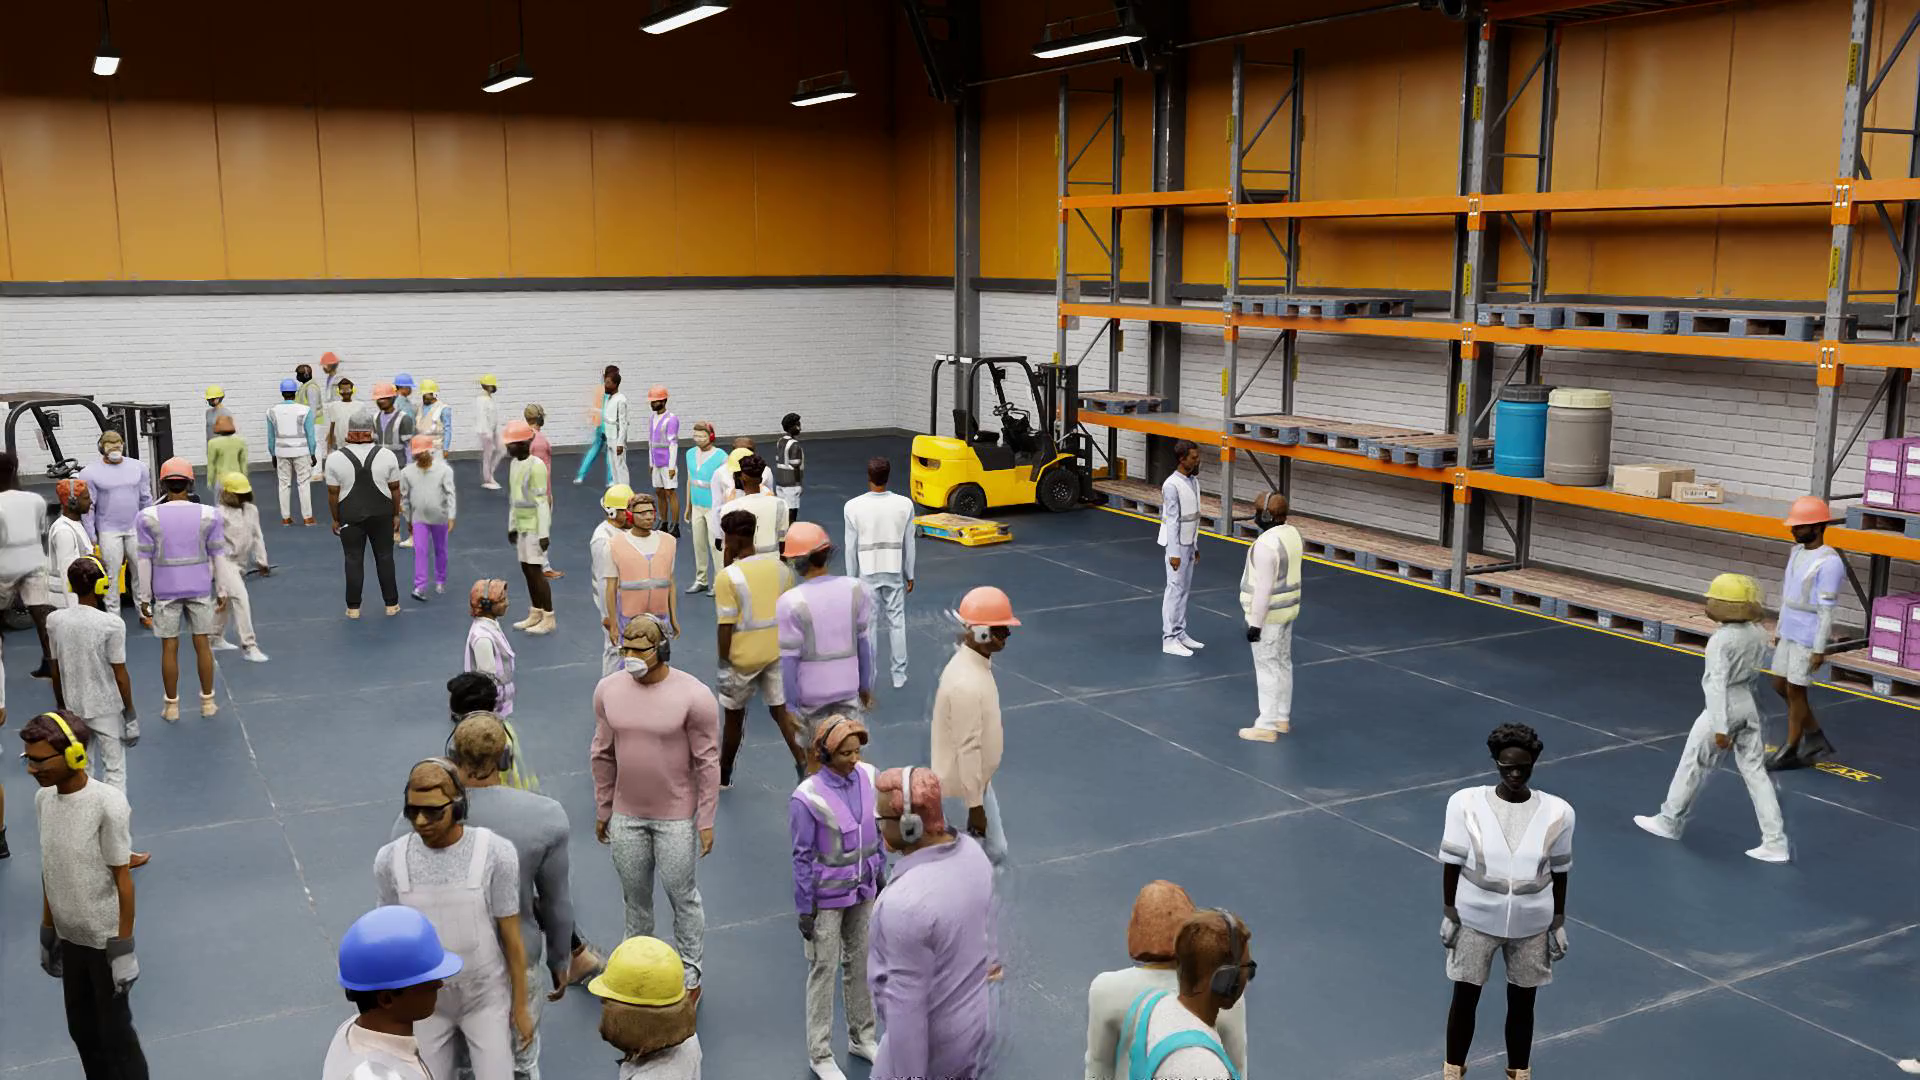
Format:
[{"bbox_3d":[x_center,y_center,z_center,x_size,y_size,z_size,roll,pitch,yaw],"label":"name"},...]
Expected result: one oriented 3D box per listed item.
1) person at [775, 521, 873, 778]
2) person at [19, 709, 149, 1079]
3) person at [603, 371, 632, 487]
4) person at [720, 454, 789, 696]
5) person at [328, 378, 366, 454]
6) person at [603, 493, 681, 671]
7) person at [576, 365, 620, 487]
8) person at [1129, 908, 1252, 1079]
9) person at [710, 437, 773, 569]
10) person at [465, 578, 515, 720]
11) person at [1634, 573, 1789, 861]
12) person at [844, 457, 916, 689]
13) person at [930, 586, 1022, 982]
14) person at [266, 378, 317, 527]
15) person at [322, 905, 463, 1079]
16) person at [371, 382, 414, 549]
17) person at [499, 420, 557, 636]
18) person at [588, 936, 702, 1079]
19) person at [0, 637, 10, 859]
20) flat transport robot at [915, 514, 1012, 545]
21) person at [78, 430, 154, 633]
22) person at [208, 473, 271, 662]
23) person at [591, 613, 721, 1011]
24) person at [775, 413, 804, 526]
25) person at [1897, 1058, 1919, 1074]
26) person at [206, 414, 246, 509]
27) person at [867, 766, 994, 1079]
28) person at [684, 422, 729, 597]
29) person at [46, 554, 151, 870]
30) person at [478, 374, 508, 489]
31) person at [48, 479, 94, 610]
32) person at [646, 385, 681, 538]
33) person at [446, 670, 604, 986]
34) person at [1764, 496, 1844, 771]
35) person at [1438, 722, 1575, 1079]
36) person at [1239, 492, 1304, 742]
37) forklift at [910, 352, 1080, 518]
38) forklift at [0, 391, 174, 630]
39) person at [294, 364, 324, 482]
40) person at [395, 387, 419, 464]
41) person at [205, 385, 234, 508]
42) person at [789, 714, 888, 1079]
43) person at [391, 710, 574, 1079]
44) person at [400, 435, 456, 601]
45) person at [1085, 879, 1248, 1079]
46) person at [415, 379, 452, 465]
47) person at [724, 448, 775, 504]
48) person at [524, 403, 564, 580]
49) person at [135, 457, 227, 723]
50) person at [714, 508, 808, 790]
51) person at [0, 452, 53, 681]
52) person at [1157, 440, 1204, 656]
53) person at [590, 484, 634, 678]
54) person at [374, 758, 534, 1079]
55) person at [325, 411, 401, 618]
[{"bbox_3d":[-0.755,0.894,9.794,0.644,2.018,0.700,-6,11,-30],"label":"person"},{"bbox_3d":[-3.384,1.557,6.443,0.533,1.855,0.346,5,11,27],"label":"person"},{"bbox_3d":[-4.795,-1.393,23.228,0.390,1.922,0.591,-6,11,-30],"label":"person"},{"bbox_3d":[-1.660,0.279,13.469,0.612,1.963,0.361,-7,12,-34],"label":"person"},{"bbox_3d":[-8.331,-1.273,22.683,0.513,1.872,0.328,-4,11,-23],"label":"person"},{"bbox_3d":[-2.314,0.571,12.123,0.566,1.850,0.389,-8,13,-38],"label":"person"},{"bbox_3d":[-5.496,-1.722,25.295,0.749,1.879,0.621,-5,11,-25],"label":"person"},{"bbox_3d":[0.683,1.896,4.669,0.929,1.781,0.508,-3,10,-16],"label":"person"},{"bbox_3d":[-2.058,-0.072,15.875,0.623,1.835,0.429,-4,11,-22],"label":"person"},{"bbox_3d":[-2.828,1.040,10.029,0.311,1.638,0.523,-3,10,-15],"label":"person"},{"bbox_3d":[4.565,1.036,9.904,0.490,1.696,0.916,-6,11,-31],"label":"person"},{"bbox_3d":[-0.656,0.274,13.639,0.593,1.920,0.391,-2,10,-12],"label":"person"},{"bbox_3d":[0.031,1.195,8.181,0.528,1.977,0.609,2,10,9],"label":"person"},{"bbox_3d":[-8.700,-1.134,21.694,0.604,1.939,0.415,-1,10,-3],"label":"person"},{"bbox_3d":[-1.448,1.880,4.306,0.388,1.949,0.602,-5,11,-25],"label":"person"},{"bbox_3d":[-6.849,-0.899,20.078,0.608,2.031,0.435,5,11,28],"label":"person"},{"bbox_3d":[-4.074,-0.116,15.580,0.441,2.028,0.671,-8,12,-38],"label":"person"},{"bbox_3d":[-0.855,1.929,4.611,0.287,1.746,0.488,1,10,4],"label":"person"},{"bbox_3d":[-5.868,0.957,9.687,0.390,1.925,0.550,10,14,44],"label":"person"},{"bbox_3d":[-0.063,-0.148,20.804,0.652,0.197,1.431,-8,13,-40],"label":"flat transport robot"},{"bbox_3d":[-7.914,-0.079,15.659,0.376,1.928,0.636,10,14,44],"label":"person"},{"bbox_3d":[-6.447,0.219,14.673,0.836,1.675,0.514,3,10,14],"label":"person"},{"bbox_3d":[-1.421,1.283,7.771,0.633,1.938,0.356,3,10,17],"label":"person"},{"bbox_3d":[-2.000,-0.653,19.599,0.322,1.699,0.536,-5,11,-27],"label":"person"},{"bbox_3d":[4.413,1.509,7.012,0.594,1.751,0.535,4,11,21],"label":"person"},{"bbox_3d":[-8.877,-0.720,20.231,0.558,1.615,0.508,5,11,29],"label":"person"},{"bbox_3d":[-0.092,1.679,5.659,0.465,1.889,0.663,5,11,28],"label":"person"},{"bbox_3d":[-2.616,-0.328,17.357,0.576,1.832,0.393,7,12,36],"label":"person"},{"bbox_3d":[-4.978,1.007,9.588,0.506,1.864,0.331,2,10,11],"label":"person"},{"bbox_3d":[-7.054,-1.624,25.033,0.384,1.749,0.536,1,10,7],"label":"person"},{"bbox_3d":[-6.727,0.468,12.656,0.349,1.877,0.576,-4,11,-21],"label":"person"},{"bbox_3d":[-3.724,-0.971,20.774,0.387,1.930,0.545,-9,14,-43],"label":"person"},{"bbox_3d":[-2.147,1.395,7.951,0.820,1.652,0.565,-3,10,-19],"label":"person"},{"bbox_3d":[5.813,0.653,11.443,0.501,1.930,0.555,0,10,0],"label":"person"},{"bbox_3d":[2.228,1.567,6.829,0.530,1.697,0.321,2,10,10],"label":"person"},{"bbox_3d":[2.274,0.558,12.230,0.429,1.839,0.633,6,12,32],"label":"person"},{"bbox_3d":[0.460,-1.461,22.833,2.313,2.155,1.214,-5,11,-28],"label":"forklift"},{"bbox_3d":[-9.026,-0.363,16.508,1.214,2.155,2.313,6,11,29],"label":"forklift"},{"bbox_3d":[-10.180,-1.832,26.010,0.429,1.837,0.625,-5,11,-28],"label":"person"},{"bbox_3d":[-7.662,-1.320,23.094,0.477,1.831,0.593,5,11,28],"label":"person"},{"bbox_3d":[-10.180,-1.247,22.872,0.527,1.760,0.337,6,11,31],"label":"person"},{"bbox_3d":[-0.519,1.539,7.181,0.324,1.631,0.521,9,13,40],"label":"person"},{"bbox_3d":[-1.740,1.576,6.133,0.636,1.927,0.381,-4,11,-21],"label":"person"},{"bbox_3d":[-5.475,-0.228,17.131,0.564,1.698,0.897,-2,10,-10],"label":"person"},{"bbox_3d":[0.647,1.877,5.300,0.541,1.608,0.561,1,10,3],"label":"person"},{"bbox_3d":[-7.309,-1.311,23.010,0.586,1.832,0.403,4,11,24],"label":"person"},{"bbox_3d":[-1.825,0.156,14.340,0.586,1.916,0.397,8,13,38],"label":"person"},{"bbox_3d":[-4.627,-0.531,18.213,0.372,1.940,0.629,-7,12,-36],"label":"person"},{"bbox_3d":[-5.943,0.380,12.729,0.612,2.029,0.407,-6,11,-31],"label":"person"},{"bbox_3d":[-1.339,0.748,10.897,0.906,1.931,0.664,9,13,42],"label":"person"},{"bbox_3d":[-7.979,0.220,13.944,0.974,1.920,0.607,6,11,30],"label":"person"},{"bbox_3d":[1.979,0.058,14.873,0.392,1.922,0.591,5,11,25],"label":"person"},{"bbox_3d":[-2.617,0.470,12.806,0.403,1.819,0.601,1,10,7],"label":"person"},{"bbox_3d":[-1.793,1.652,5.920,0.550,1.838,0.365,0,10,0],"label":"person"},{"bbox_3d":[-5.851,-0.258,16.347,0.683,2.000,0.537,-4,11,-22],"label":"person"}]
